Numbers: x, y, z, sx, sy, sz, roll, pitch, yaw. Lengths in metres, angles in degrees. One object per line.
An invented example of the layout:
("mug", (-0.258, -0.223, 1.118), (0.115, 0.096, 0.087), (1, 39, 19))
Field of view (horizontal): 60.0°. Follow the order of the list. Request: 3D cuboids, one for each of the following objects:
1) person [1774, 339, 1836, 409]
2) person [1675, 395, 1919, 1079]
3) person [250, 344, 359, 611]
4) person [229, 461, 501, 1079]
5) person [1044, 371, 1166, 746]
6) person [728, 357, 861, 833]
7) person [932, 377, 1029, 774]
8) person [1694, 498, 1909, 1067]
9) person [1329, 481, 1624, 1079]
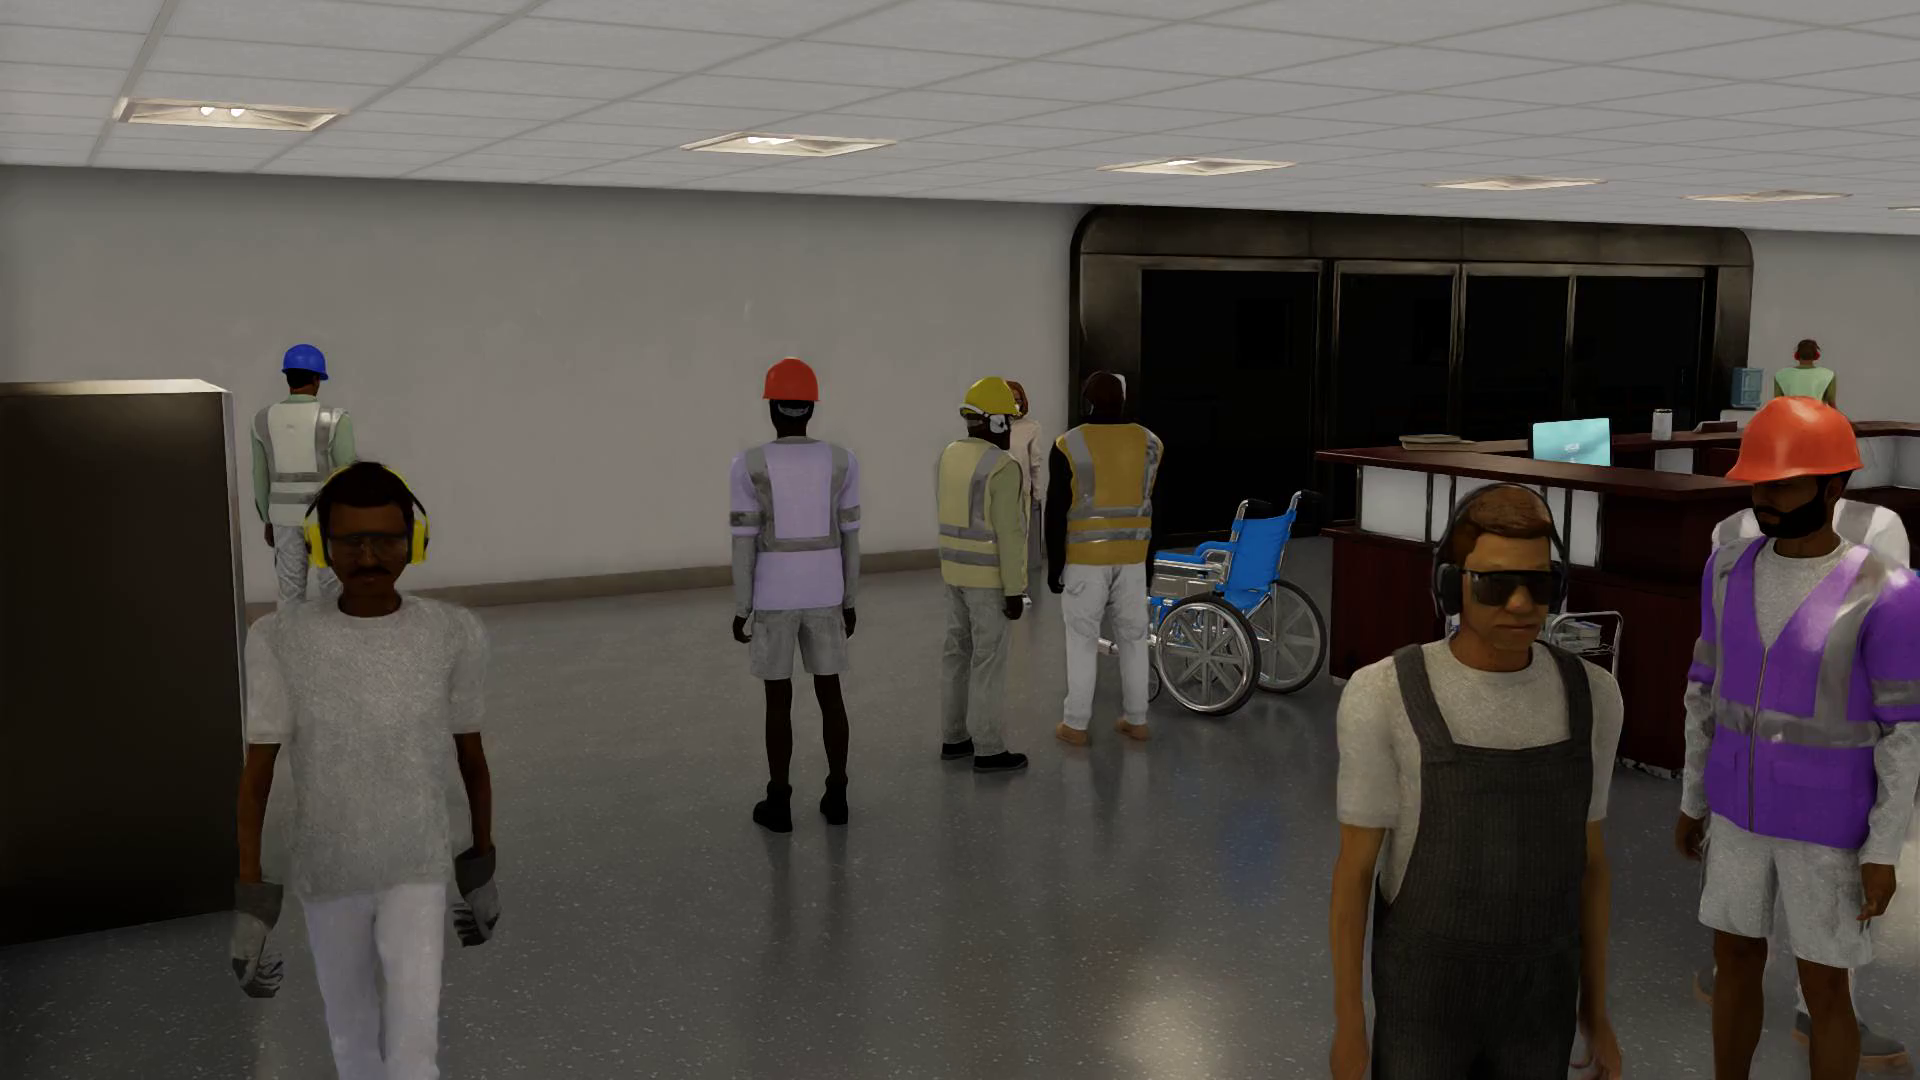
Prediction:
("person", (8.546, -1.116, 16.876), (0.579, 1.845, 0.404), (4, 9, 29))
("person", (1.910, 0.632, 3.876), (0.373, 1.934, 0.551), (-5, 9, -30))
("person", (-3.648, -0.126, 9.356), (0.604, 1.938, 0.402), (1, 8, 4))
("person", (-1.280, 0.726, 3.615), (0.534, 1.827, 0.963), (-2, 8, -15))
("person", (0.698, 0.092, 8.189), (0.625, 1.836, 0.431), (-3, 8, -20))
("person", (-0.682, 0.225, 6.819), (0.547, 1.938, 0.379), (-3, 8, -20))
("person", (0.110, 0.160, 7.720), (0.404, 1.825, 0.595), (-5, 10, -34))
("person", (2.490, 0.548, 4.826), (0.348, 1.855, 0.707), (-5, 9, -31))
("person", (0.893, 0.812, 2.898), (0.515, 1.843, 0.331), (-1, 8, -8))
